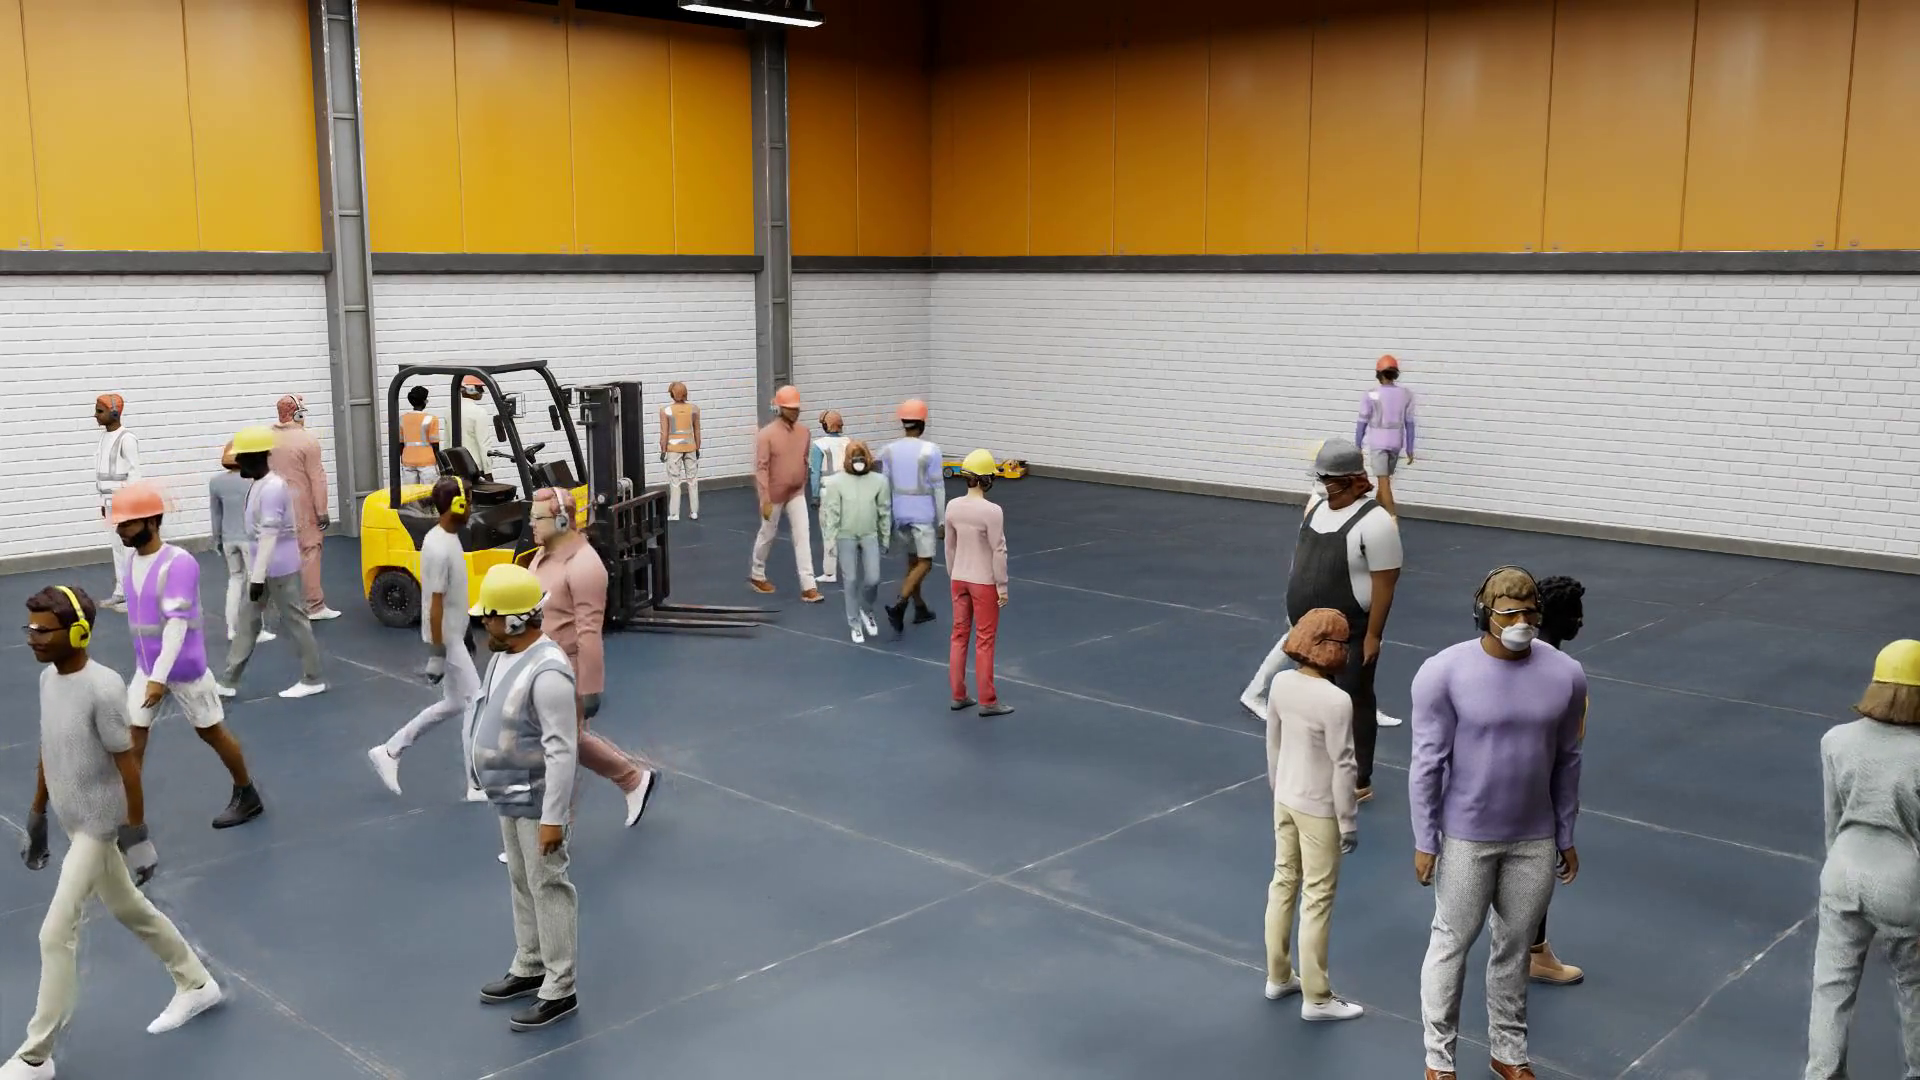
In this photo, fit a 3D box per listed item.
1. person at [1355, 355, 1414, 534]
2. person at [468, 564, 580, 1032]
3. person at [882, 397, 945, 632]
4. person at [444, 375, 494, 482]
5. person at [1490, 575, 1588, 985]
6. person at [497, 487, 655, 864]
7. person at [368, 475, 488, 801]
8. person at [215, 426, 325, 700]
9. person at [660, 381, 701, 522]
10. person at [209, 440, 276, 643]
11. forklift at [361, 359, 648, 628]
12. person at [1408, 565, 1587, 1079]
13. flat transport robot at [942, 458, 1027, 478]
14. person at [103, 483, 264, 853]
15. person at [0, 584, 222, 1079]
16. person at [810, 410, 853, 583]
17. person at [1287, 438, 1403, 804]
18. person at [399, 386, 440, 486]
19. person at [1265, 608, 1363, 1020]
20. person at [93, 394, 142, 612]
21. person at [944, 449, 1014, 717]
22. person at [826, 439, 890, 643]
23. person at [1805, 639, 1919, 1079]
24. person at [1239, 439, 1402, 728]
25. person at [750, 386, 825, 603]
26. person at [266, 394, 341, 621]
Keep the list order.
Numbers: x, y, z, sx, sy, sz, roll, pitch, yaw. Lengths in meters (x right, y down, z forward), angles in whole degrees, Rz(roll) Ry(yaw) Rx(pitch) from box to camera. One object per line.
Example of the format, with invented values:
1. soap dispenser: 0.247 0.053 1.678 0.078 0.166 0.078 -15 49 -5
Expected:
1. person: 4.754 -1.070 18.643 0.627 1.992 1.042 -2 9 -11
2. person: -1.696 0.990 6.498 0.404 1.827 0.589 -6 11 -33
3. person: -0.401 -0.205 13.563 0.554 1.916 0.830 6 11 31
4. person: -4.774 -0.688 16.278 0.619 1.990 0.391 7 11 36
5. person: 2.421 0.982 6.941 0.322 1.698 0.533 -1 9 -5
6. person: -1.958 0.651 8.421 0.834 1.878 0.654 -6 11 -32
7. person: -2.886 0.549 9.197 0.737 1.836 0.539 -3 10 -18
8. person: -4.792 0.183 11.243 0.926 1.884 0.617 -6 11 -32
9. person: -3.265 -1.031 19.455 0.514 1.643 0.307 -6 11 -33
10. person: -5.613 0.013 13.104 0.520 1.632 0.358 2 10 14
11. forklift: -3.850 -0.407 13.936 2.313 2.155 1.214 2 9 11
12. person: 1.878 1.042 5.836 0.634 1.939 0.367 -1 9 -9
13. flat transport robot: 0.200 -1.037 23.683 1.431 0.197 0.652 2 9 11
14. person: -4.071 0.639 8.517 0.550 1.882 1.025 4 10 25
15. person: -3.225 1.049 6.167 0.538 1.827 0.968 7 12 39
16. person: -1.186 -0.414 15.737 0.328 1.626 0.526 9 13 43
17. person: 2.064 0.445 9.183 0.536 2.000 0.683 -5 10 -27
18. person: -5.851 -0.823 18.034 0.534 1.693 0.317 3 10 19
19. person: 1.397 1.071 6.588 0.281 1.633 0.498 -4 10 -24
20. person: -7.269 -0.322 14.368 0.582 1.882 0.351 8 12 40
21. person: 0.119 0.283 11.019 0.522 1.769 0.312 9 13 43
22. person: -0.798 0.011 13.137 0.528 1.612 0.360 -2 9 -11
23. person: 3.209 1.178 5.710 0.805 1.704 0.488 -7 11 -36
24. person: 2.326 0.279 10.753 1.023 1.869 0.617 4 10 21
25. person: -1.595 -0.420 14.860 0.634 1.935 1.004 -8 12 -40
26. person: -5.552 -0.267 13.961 0.638 1.910 0.407 3 10 19
